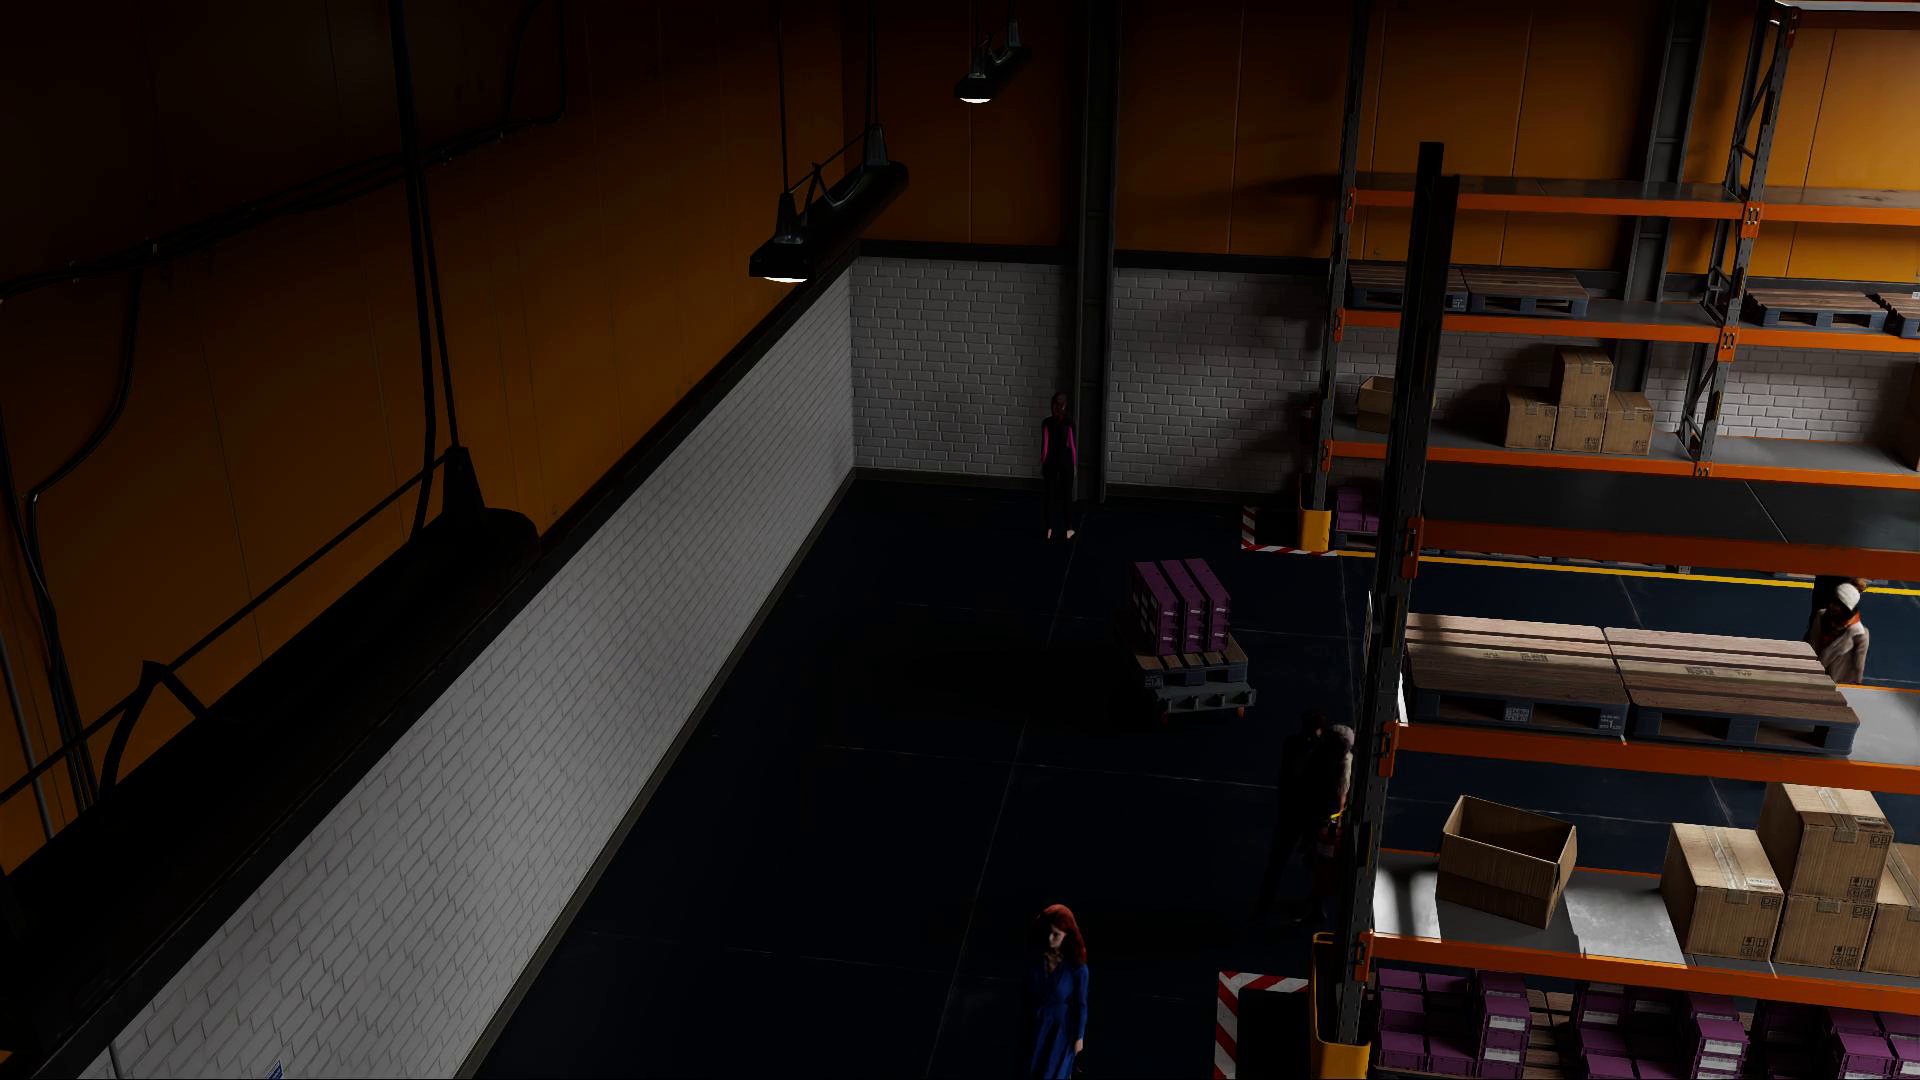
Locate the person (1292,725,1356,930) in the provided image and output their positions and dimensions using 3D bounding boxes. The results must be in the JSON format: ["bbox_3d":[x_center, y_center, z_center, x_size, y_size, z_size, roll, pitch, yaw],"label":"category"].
[{"bbox_3d":[2.836,2.146,12.135,1.011,1.730,0.774,7,25,16],"label":"person"}]

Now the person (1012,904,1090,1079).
[{"bbox_3d":[0.603,2.953,10.186,0.896,1.814,0.889,16,28,32],"label":"person"}]

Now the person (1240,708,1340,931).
[{"bbox_3d":[2.625,2.025,12.293,1.228,1.826,1.256,-20,31,-38],"label":"person"}]

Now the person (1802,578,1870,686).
[{"bbox_3d":[7.480,1.184,14.196,1.288,1.842,1.074,-8,25,-18],"label":"person"}]

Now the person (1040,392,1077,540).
[{"bbox_3d":[1.119,-0.852,18.967,0.496,1.752,0.620,3,24,8],"label":"person"}]
